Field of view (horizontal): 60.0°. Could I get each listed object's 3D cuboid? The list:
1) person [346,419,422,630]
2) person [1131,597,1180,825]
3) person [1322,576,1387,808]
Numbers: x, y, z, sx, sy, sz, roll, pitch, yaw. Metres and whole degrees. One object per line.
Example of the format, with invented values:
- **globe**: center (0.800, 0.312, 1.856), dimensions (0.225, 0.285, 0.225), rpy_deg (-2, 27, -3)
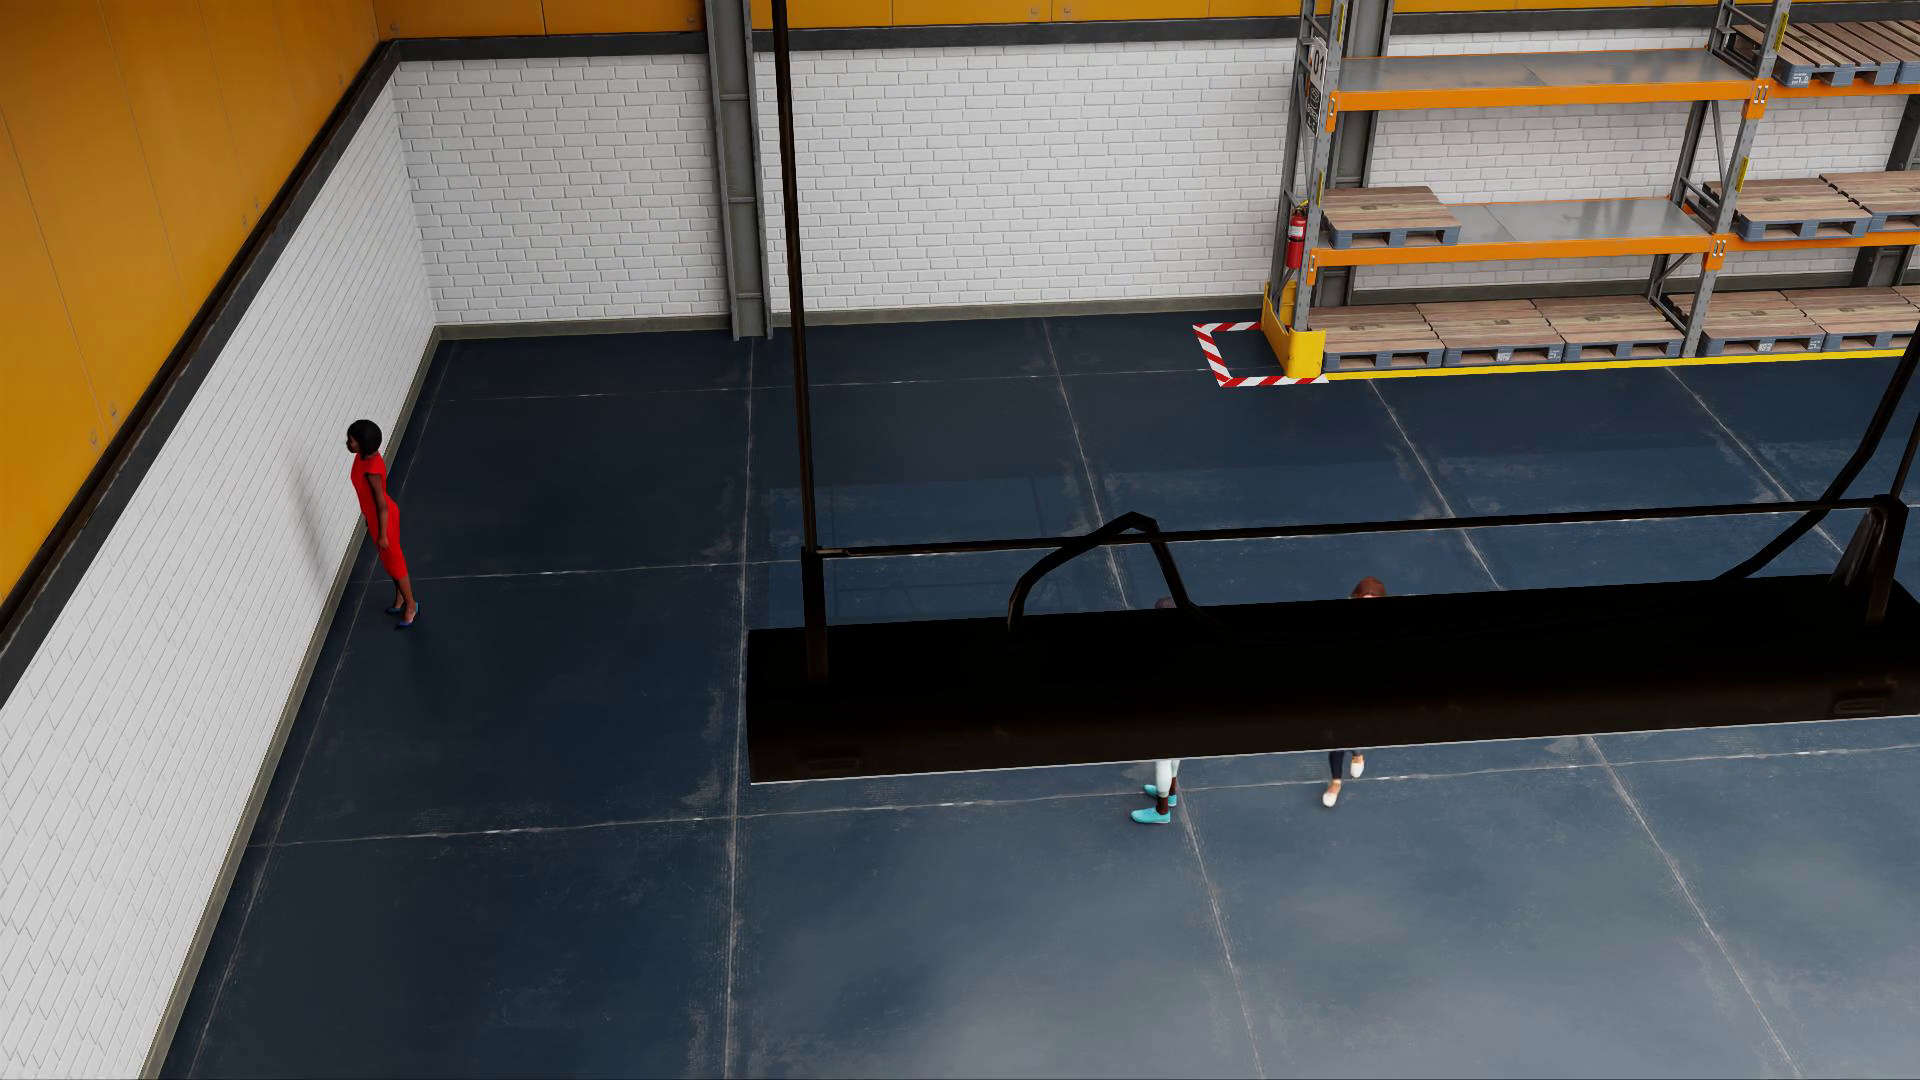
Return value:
- **person**: center (-4.321, -0.127, 12.451), dimensions (0.627, 1.744, 0.640), rpy_deg (-18, 37, -24)
- **person**: center (1.308, 1.086, 10.643), dimensions (0.650, 1.725, 0.643), rpy_deg (11, 35, 15)
- **person**: center (2.584, 0.928, 10.836), dimensions (0.790, 1.774, 0.831), rpy_deg (15, 36, 21)
